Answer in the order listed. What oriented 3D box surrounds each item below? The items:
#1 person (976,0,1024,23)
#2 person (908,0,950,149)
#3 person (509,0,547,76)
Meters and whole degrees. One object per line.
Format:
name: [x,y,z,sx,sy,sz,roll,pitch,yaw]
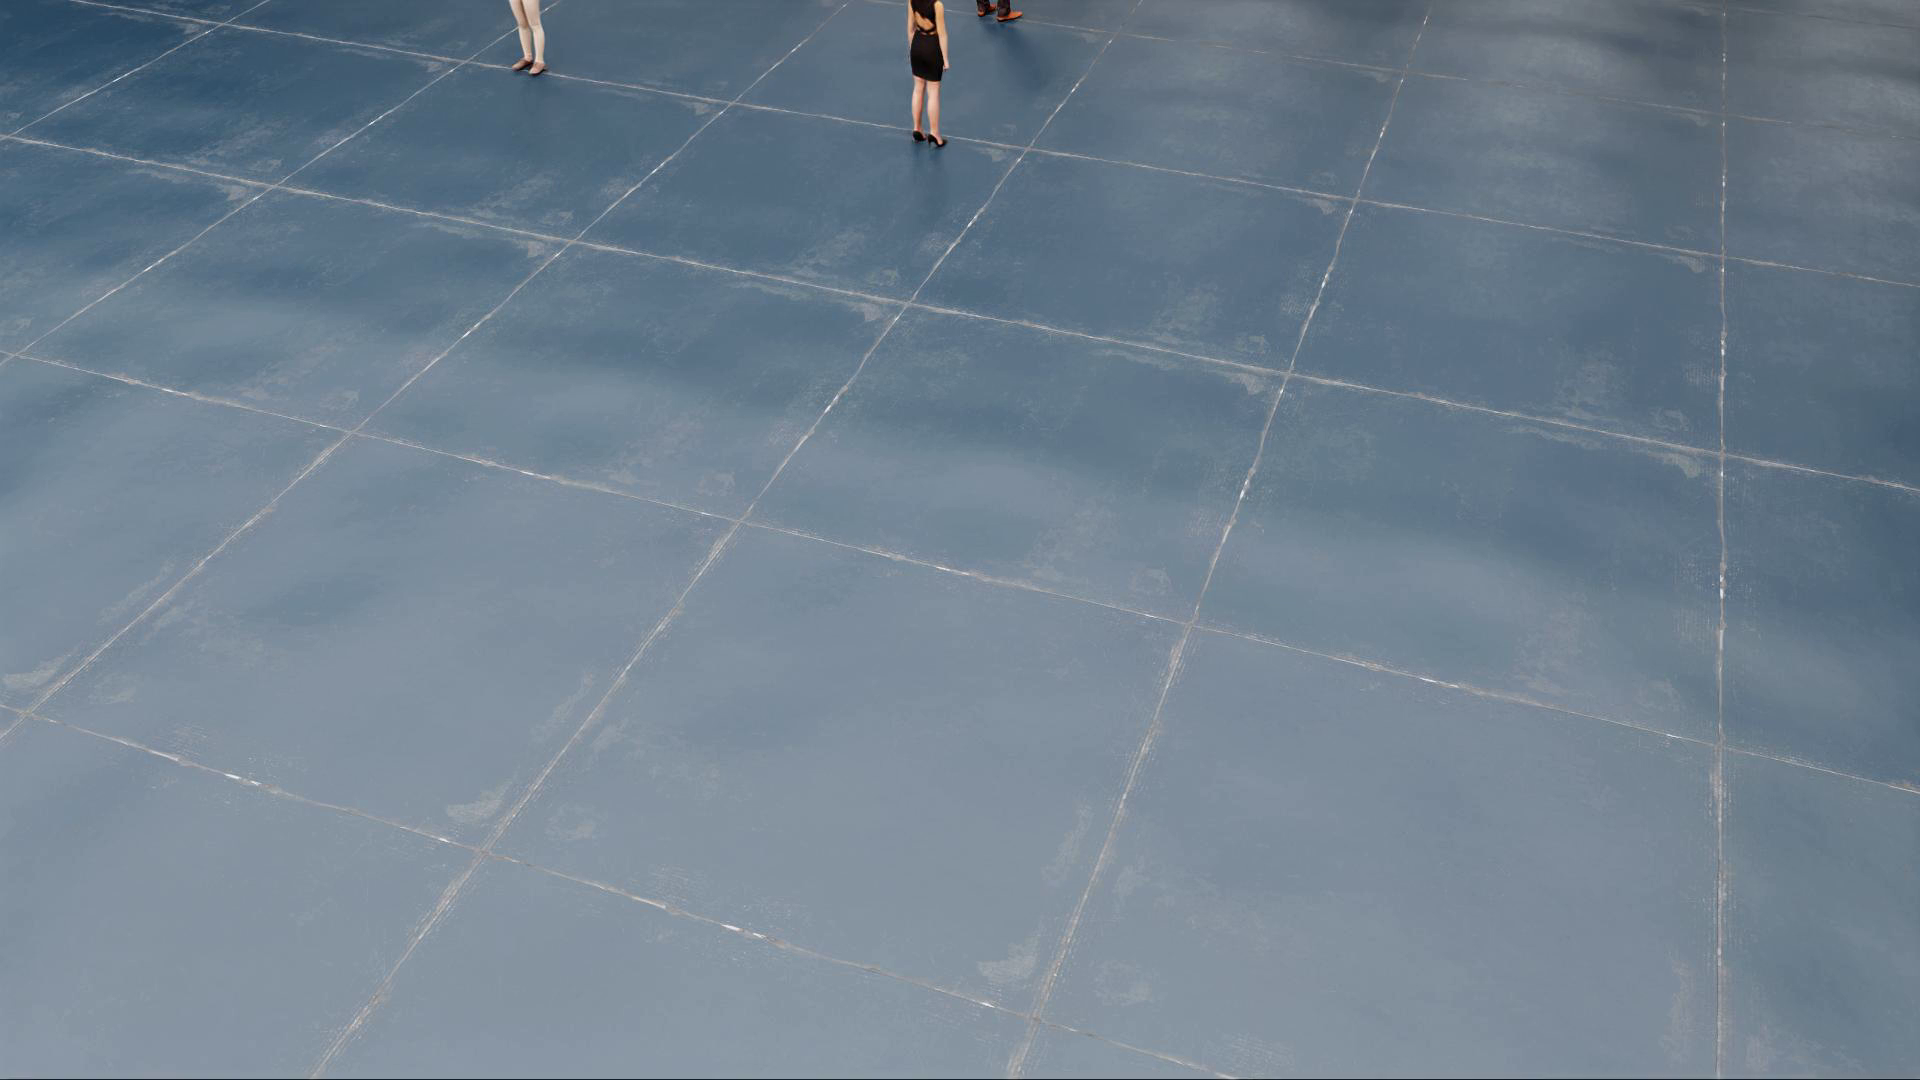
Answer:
person: [0.375,-6.345,17.302,0.771,1.808,0.729,29,46,32]
person: [-0.298,-4.315,14.837,0.628,1.648,0.589,25,44,28]
person: [-4.272,-5.426,16.253,0.650,1.652,0.585,13,40,16]
